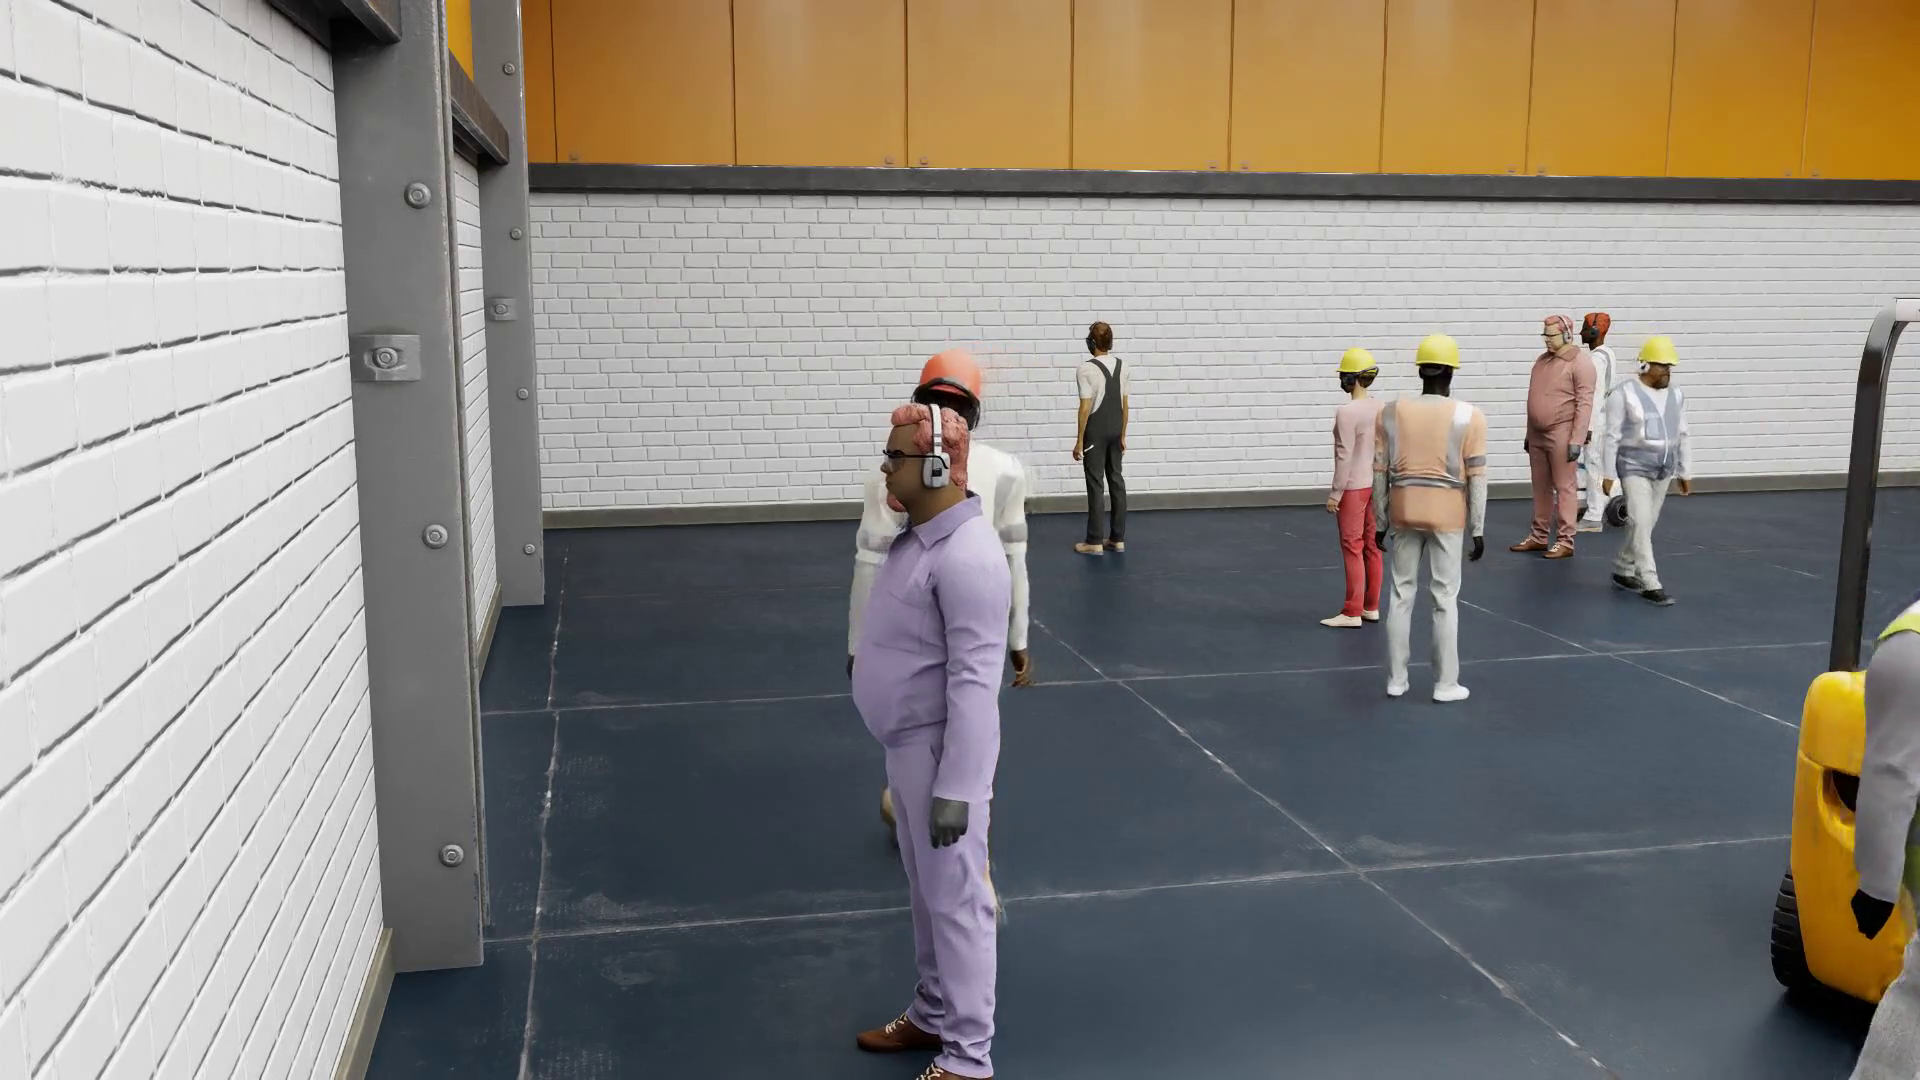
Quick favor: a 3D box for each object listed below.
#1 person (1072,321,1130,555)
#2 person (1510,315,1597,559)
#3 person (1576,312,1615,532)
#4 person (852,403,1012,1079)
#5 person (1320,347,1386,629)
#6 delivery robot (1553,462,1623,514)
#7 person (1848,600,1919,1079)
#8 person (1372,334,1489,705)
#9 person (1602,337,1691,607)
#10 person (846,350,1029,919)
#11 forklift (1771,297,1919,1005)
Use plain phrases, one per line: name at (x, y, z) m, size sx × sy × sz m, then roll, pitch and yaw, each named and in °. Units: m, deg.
person at (1.112, -0.801, 13.153) m, size 0.506 × 1.846 × 0.350 m, roll -6°, pitch 11°, yaw -33°
person at (4.640, -0.808, 13.028) m, size 0.406 × 1.903 × 0.639 m, roll -3°, pitch 10°, yaw -20°
person at (5.446, -1.010, 14.311) m, size 0.356 × 1.883 × 0.573 m, roll 5°, pitch 10°, yaw 27°
person at (-0.089, 0.582, 4.531) m, size 0.407 × 1.910 × 0.639 m, roll -2°, pitch 10°, yaw -13°
person at (2.488, -0.323, 10.482) m, size 0.317 × 1.769 × 0.522 m, roll 9°, pitch 13°, yaw 43°
delivery robot at (5.479, -0.443, 14.609) m, size 0.707 × 0.478 × 0.477 m, roll -4°, pitch 10°, yaw -21°
person at (2.412, 0.761, 3.767) m, size 0.642 × 1.788 × 0.958 m, roll -4°, pitch 10°, yaw -21°
person at (2.454, -0.109, 8.691) m, size 0.593 × 1.922 × 0.387 m, roll 6°, pitch 11°, yaw 31°
person at (4.717, -0.476, 11.348) m, size 0.615 × 1.800 × 0.771 m, roll -3°, pitch 10°, yaw -18°
person at (-0.095, 0.307, 6.024) m, size 0.647 × 1.970 × 1.105 m, roll -4°, pitch 10°, yaw -24°
forklift at (3.542, 0.334, 5.177) m, size 2.313 × 2.155 × 1.214 m, roll -9°, pitch 13°, yaw -43°
